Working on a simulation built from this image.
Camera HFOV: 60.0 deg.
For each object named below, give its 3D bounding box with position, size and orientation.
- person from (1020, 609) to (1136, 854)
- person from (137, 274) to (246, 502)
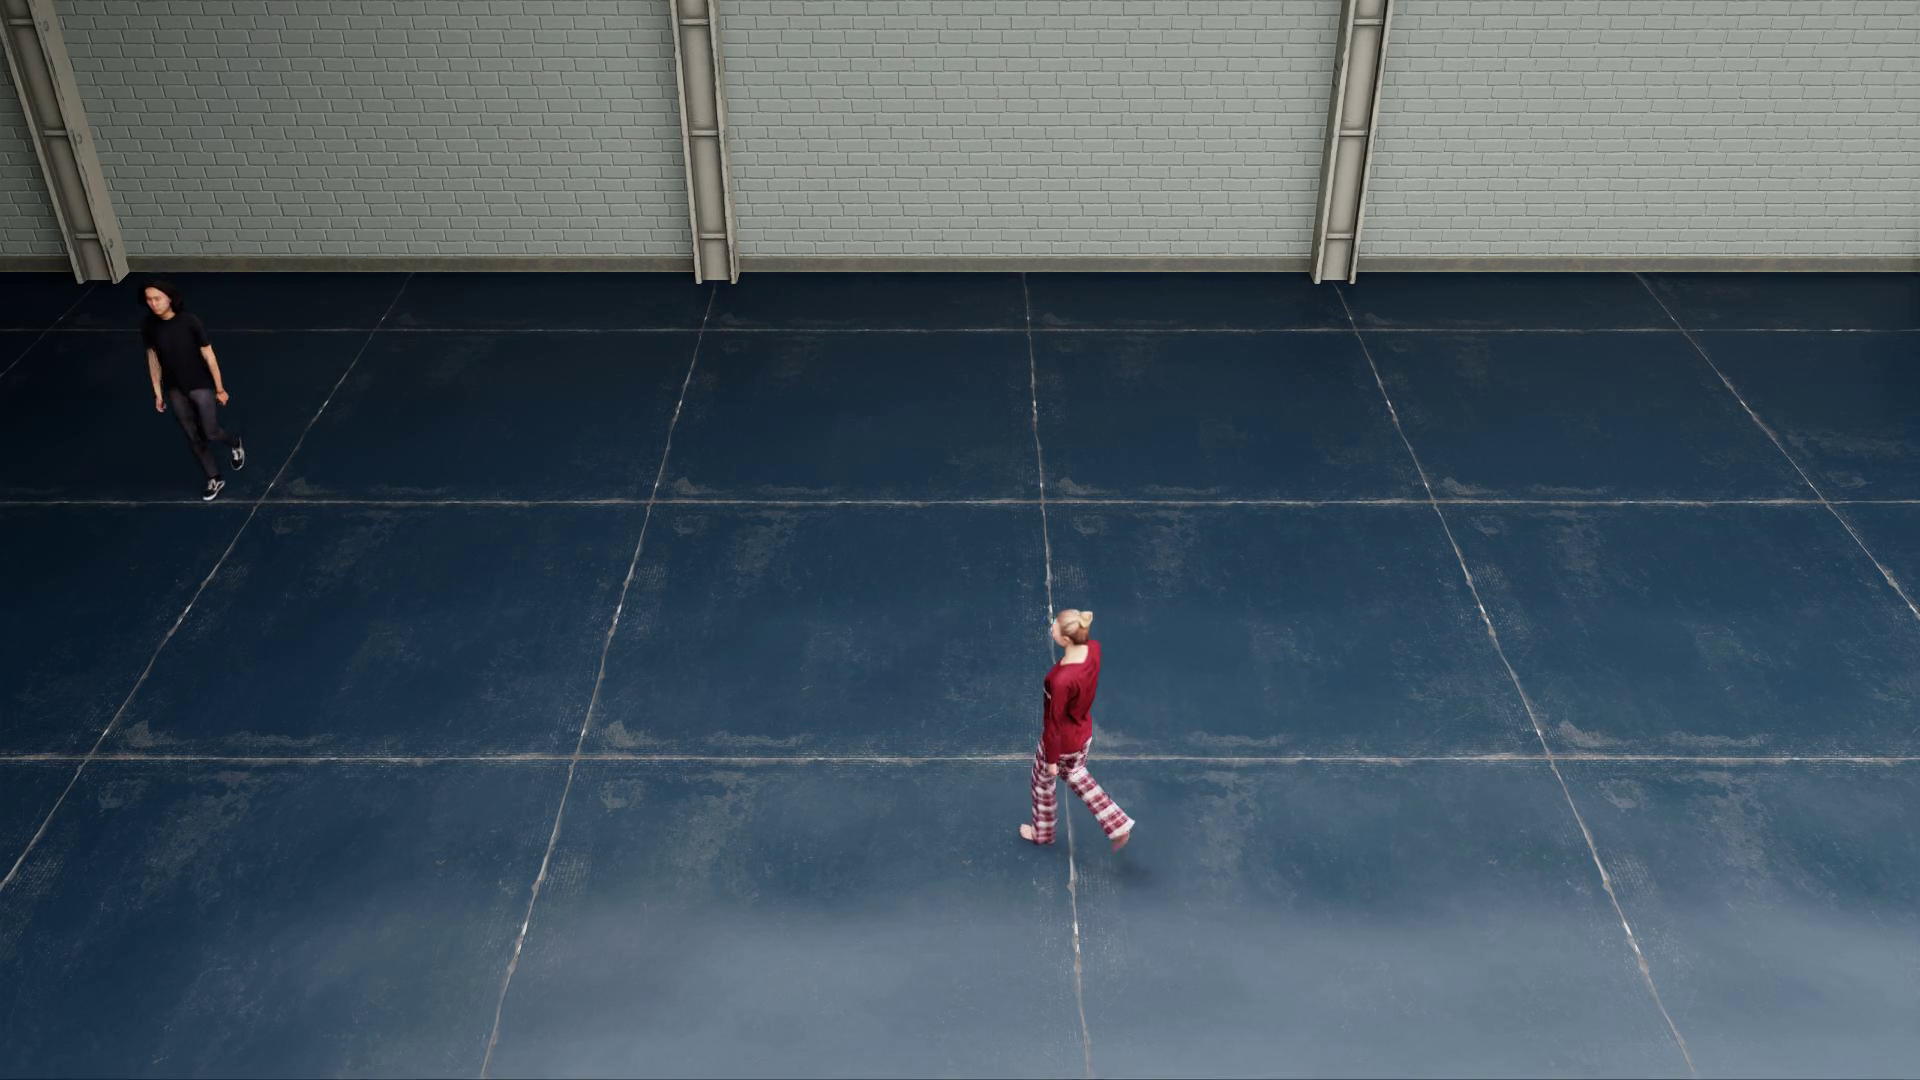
[{"bbox_3d":[0.652,1.080,9.087,1.018,1.680,0.906,20,38,27],"label":"person"},{"bbox_3d":[-5.744,-1.201,12.472,0.723,1.813,0.730,1,33,2],"label":"person"}]
